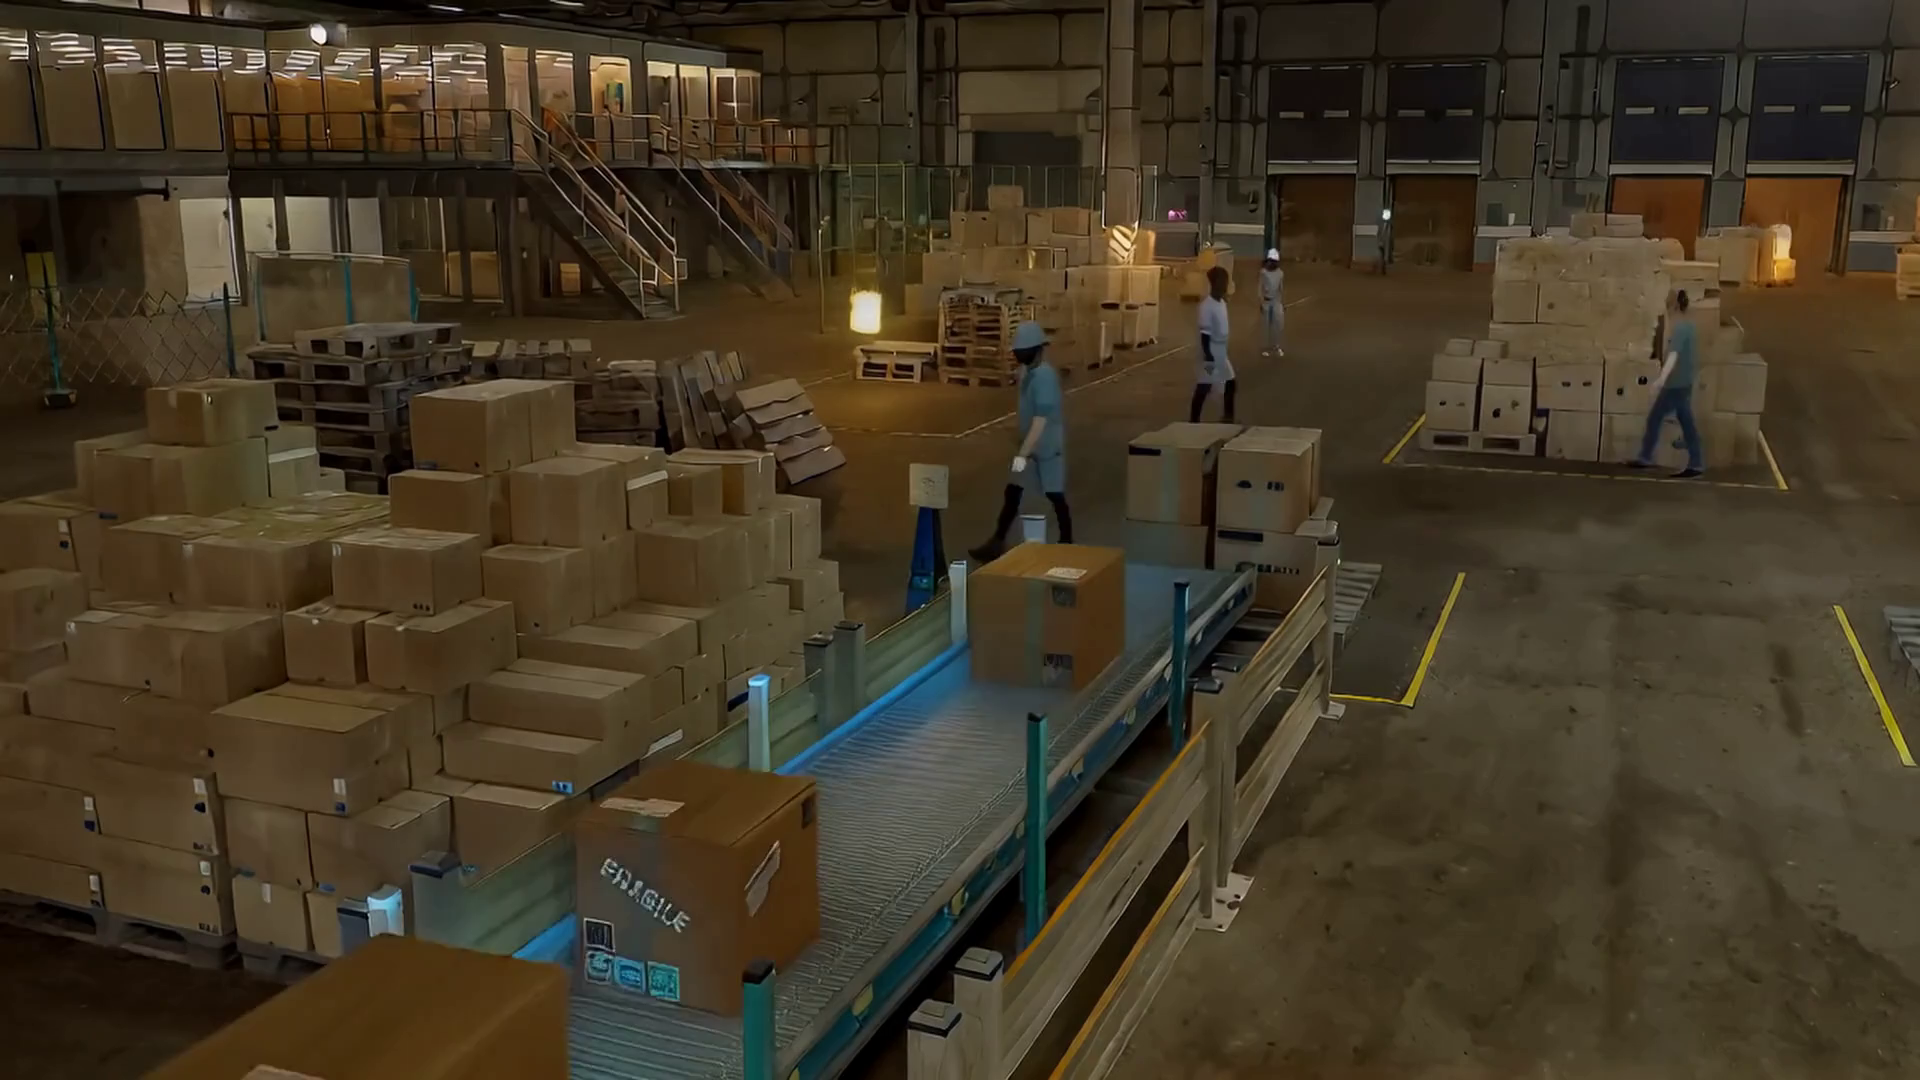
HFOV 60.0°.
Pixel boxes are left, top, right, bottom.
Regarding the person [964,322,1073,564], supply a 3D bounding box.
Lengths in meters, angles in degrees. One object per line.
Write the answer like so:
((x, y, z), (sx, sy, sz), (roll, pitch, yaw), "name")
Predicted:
((0.508, -0.696, 12.544), (0.951, 1.883, 0.539), (-6, 14, -26), "person")

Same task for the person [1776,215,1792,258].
((22.191, -7.899, 45.077), (0.634, 1.804, 0.927), (-9, 15, -35), "person")

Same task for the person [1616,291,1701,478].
((6.958, -1.521, 16.410), (0.895, 1.826, 0.540), (4, 13, 17), "person")

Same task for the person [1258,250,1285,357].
((5.051, -3.813, 26.920), (0.492, 1.722, 0.676), (-3, 13, -13), "person")

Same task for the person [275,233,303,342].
((-11.824, -4.452, 29.332), (0.597, 1.916, 0.371), (12, 17, 43), "person")

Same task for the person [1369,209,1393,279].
((11.680, -8.174, 46.005), (0.519, 1.929, 0.636), (5, 14, 22), "person")

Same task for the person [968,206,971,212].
((0.393, -10.023, 54.521), (0.441, 1.828, 0.650), (6, 14, 25), "person")

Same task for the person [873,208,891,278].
((-2.200, -8.335, 46.703), (0.547, 1.938, 0.378), (4, 13, 16), "person")

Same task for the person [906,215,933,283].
((-0.960, -6.768, 39.693), (0.617, 1.949, 1.026), (5, 13, 20), "person")

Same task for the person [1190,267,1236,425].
((2.947, -2.085, 18.662), (0.802, 1.934, 0.626), (8, 15, 31), "person")
